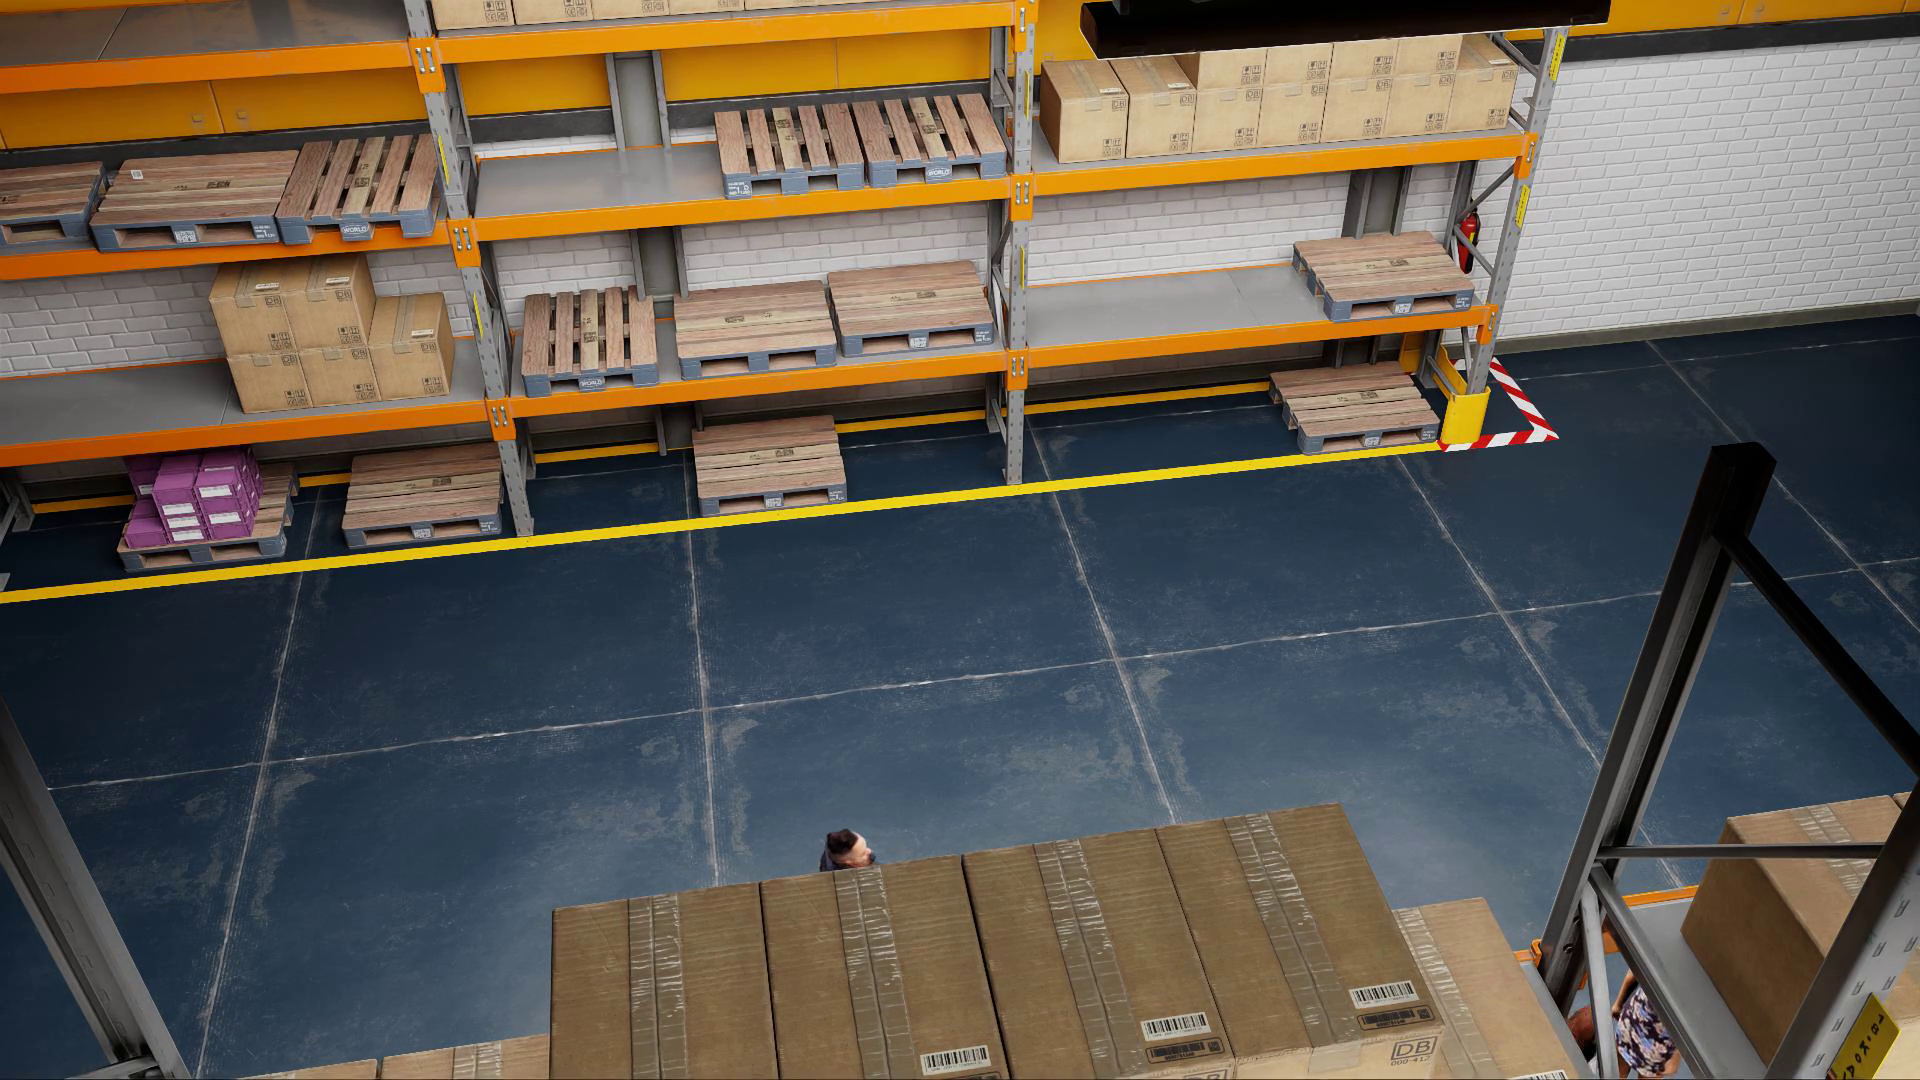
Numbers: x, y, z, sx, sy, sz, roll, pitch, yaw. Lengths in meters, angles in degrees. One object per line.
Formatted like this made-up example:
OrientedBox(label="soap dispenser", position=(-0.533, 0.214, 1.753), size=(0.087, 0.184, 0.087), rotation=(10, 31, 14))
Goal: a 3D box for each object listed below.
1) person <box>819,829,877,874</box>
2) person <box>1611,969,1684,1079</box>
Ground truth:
OrientedBox(label="person", position=(-0.575, 2.193, 9.045), size=(0.682, 1.861, 0.750), rotation=(-8, 39, -10))
OrientedBox(label="person", position=(3.621, 2.560, 8.687), size=(0.587, 1.733, 0.650), rotation=(-16, 41, -19))
